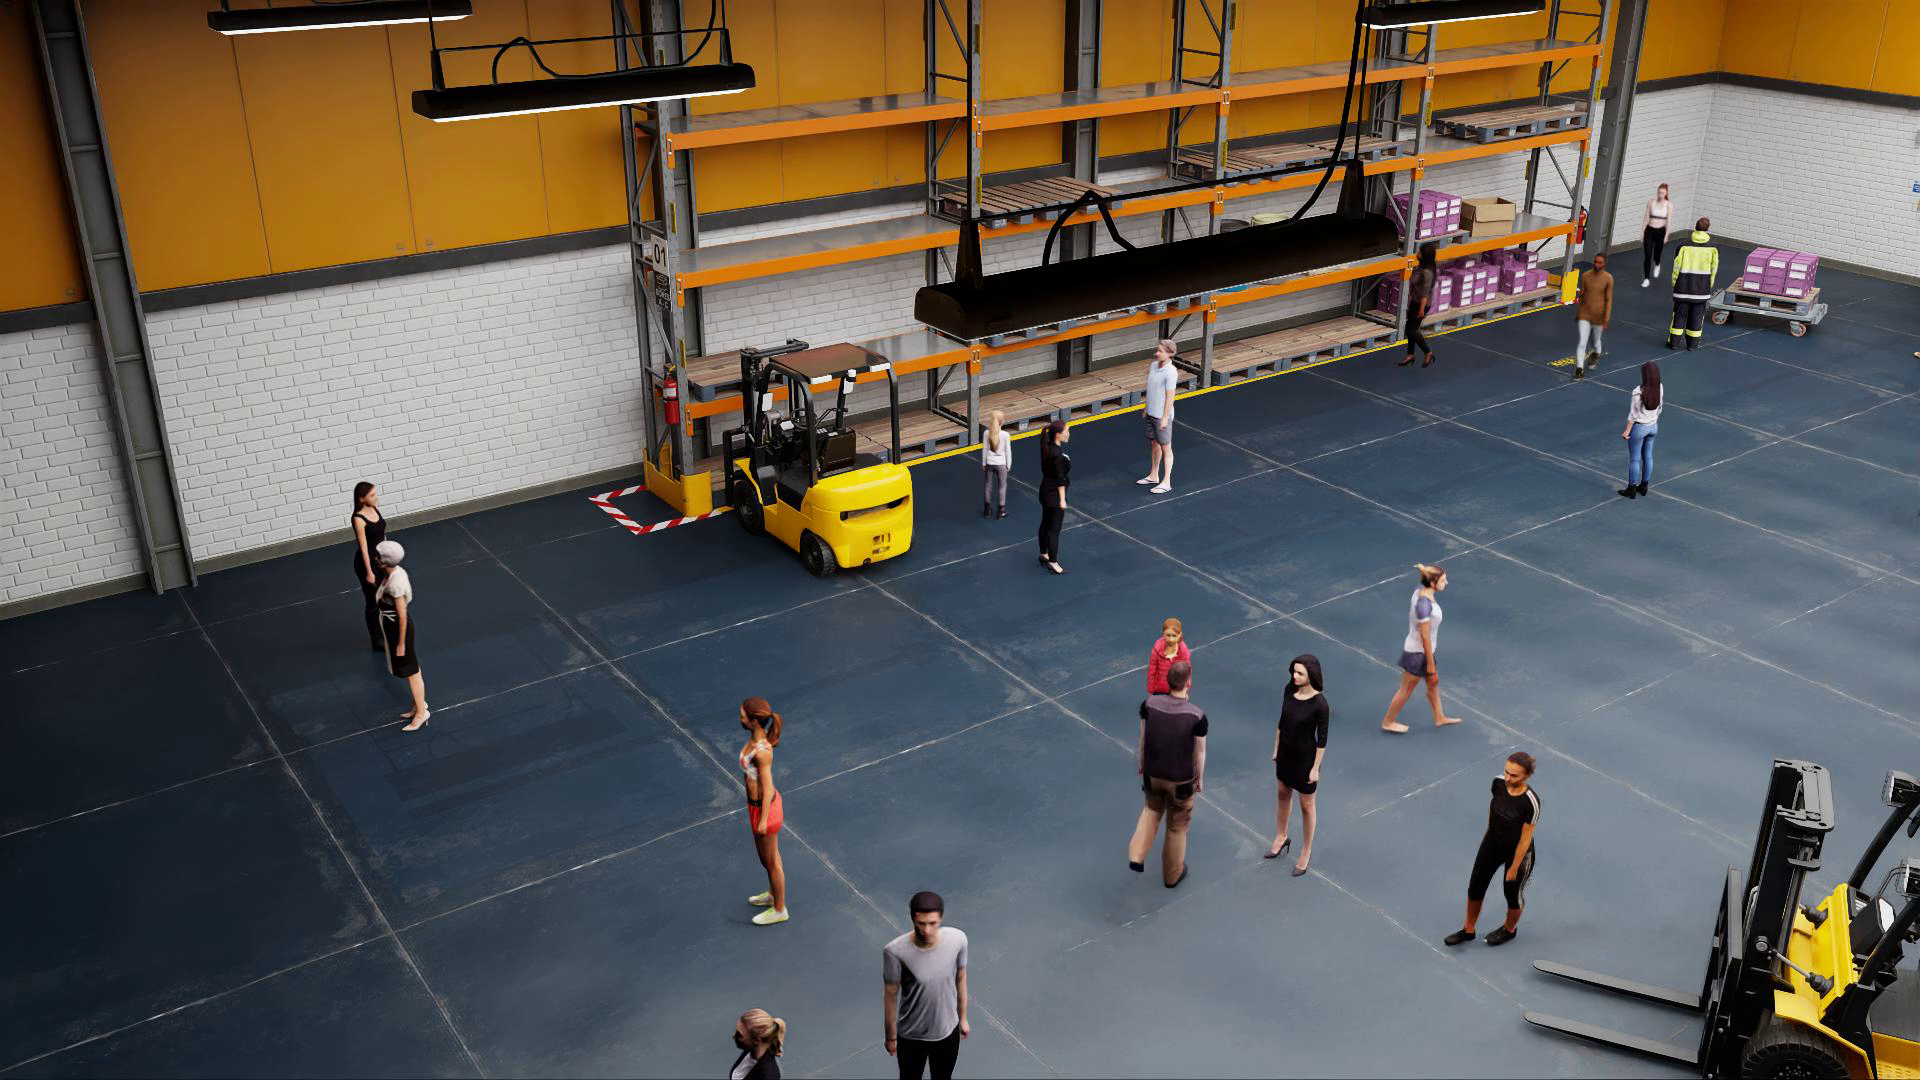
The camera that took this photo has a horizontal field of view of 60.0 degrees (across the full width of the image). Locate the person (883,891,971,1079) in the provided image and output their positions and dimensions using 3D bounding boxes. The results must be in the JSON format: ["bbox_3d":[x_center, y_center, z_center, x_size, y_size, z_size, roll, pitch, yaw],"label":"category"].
[{"bbox_3d":[-0.190,2.823,9.667,0.568,1.863,0.777,-9,25,-19],"label":"person"}]

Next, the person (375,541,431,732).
[{"bbox_3d":[-4.821,0.821,14.385,0.629,1.753,0.693,-7,25,-17],"label":"person"}]

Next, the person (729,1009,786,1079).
[{"bbox_3d":[-1.047,3.227,8.941,0.619,1.706,0.674,-9,25,-19],"label":"person"}]

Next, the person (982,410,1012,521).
[{"bbox_3d":[0.404,-0.855,18.813,0.582,1.277,0.632,7,25,17],"label":"person"}]

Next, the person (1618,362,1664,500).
[{"bbox_3d":[7.958,-1.283,19.352,0.512,1.631,0.698,-10,26,-22],"label":"person"}]

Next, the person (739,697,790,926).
[{"bbox_3d":[-1.387,1.919,11.829,0.670,1.789,0.666,-4,24,-8],"label":"person"}]

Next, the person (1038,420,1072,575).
[{"bbox_3d":[0.971,-0.460,17.429,0.639,1.662,0.657,-8,25,-17],"label":"person"}]

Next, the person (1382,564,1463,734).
[{"bbox_3d":[3.868,0.953,14.287,0.967,1.590,0.931,6,24,12],"label":"person"}]

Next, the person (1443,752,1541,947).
[{"bbox_3d":[3.866,2.131,11.528,0.820,1.641,0.686,-9,25,-20],"label":"person"}]

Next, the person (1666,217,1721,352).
[{"bbox_3d":[10.872,-3.806,24.684,0.867,1.983,0.893,7,25,15],"label":"person"}]

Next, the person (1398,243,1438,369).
[{"bbox_3d":[6.643,-3.321,23.764,0.914,1.831,0.854,6,24,14],"label":"person"}]

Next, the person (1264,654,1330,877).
[{"bbox_3d":[2.531,1.657,12.406,0.482,1.807,0.594,-15,28,-30],"label":"person"}]

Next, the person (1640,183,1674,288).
[{"bbox_3d":[11.755,-5.158,28.089,0.767,1.732,0.949,15,28,31],"label":"person"}]

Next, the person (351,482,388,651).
[{"bbox_3d":[-5.579,0.234,15.808,0.733,1.689,0.679,3,24,6],"label":"person"}]

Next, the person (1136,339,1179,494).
[{"bbox_3d":[2.367,-1.479,19.546,0.617,1.833,0.686,-10,26,-22],"label":"person"}]

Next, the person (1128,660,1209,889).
[{"bbox_3d":[1.496,1.750,12.163,0.804,1.832,0.859,15,28,30],"label":"person"}]

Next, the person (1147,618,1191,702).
[{"bbox_3d":[1.743,1.248,13.953,0.578,1.317,0.654,1,24,1],"label":"person"}]

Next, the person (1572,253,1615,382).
[{"bbox_3d":[8.945,-3.176,23.487,0.947,1.787,1.213,14,27,29],"label":"person"}]
